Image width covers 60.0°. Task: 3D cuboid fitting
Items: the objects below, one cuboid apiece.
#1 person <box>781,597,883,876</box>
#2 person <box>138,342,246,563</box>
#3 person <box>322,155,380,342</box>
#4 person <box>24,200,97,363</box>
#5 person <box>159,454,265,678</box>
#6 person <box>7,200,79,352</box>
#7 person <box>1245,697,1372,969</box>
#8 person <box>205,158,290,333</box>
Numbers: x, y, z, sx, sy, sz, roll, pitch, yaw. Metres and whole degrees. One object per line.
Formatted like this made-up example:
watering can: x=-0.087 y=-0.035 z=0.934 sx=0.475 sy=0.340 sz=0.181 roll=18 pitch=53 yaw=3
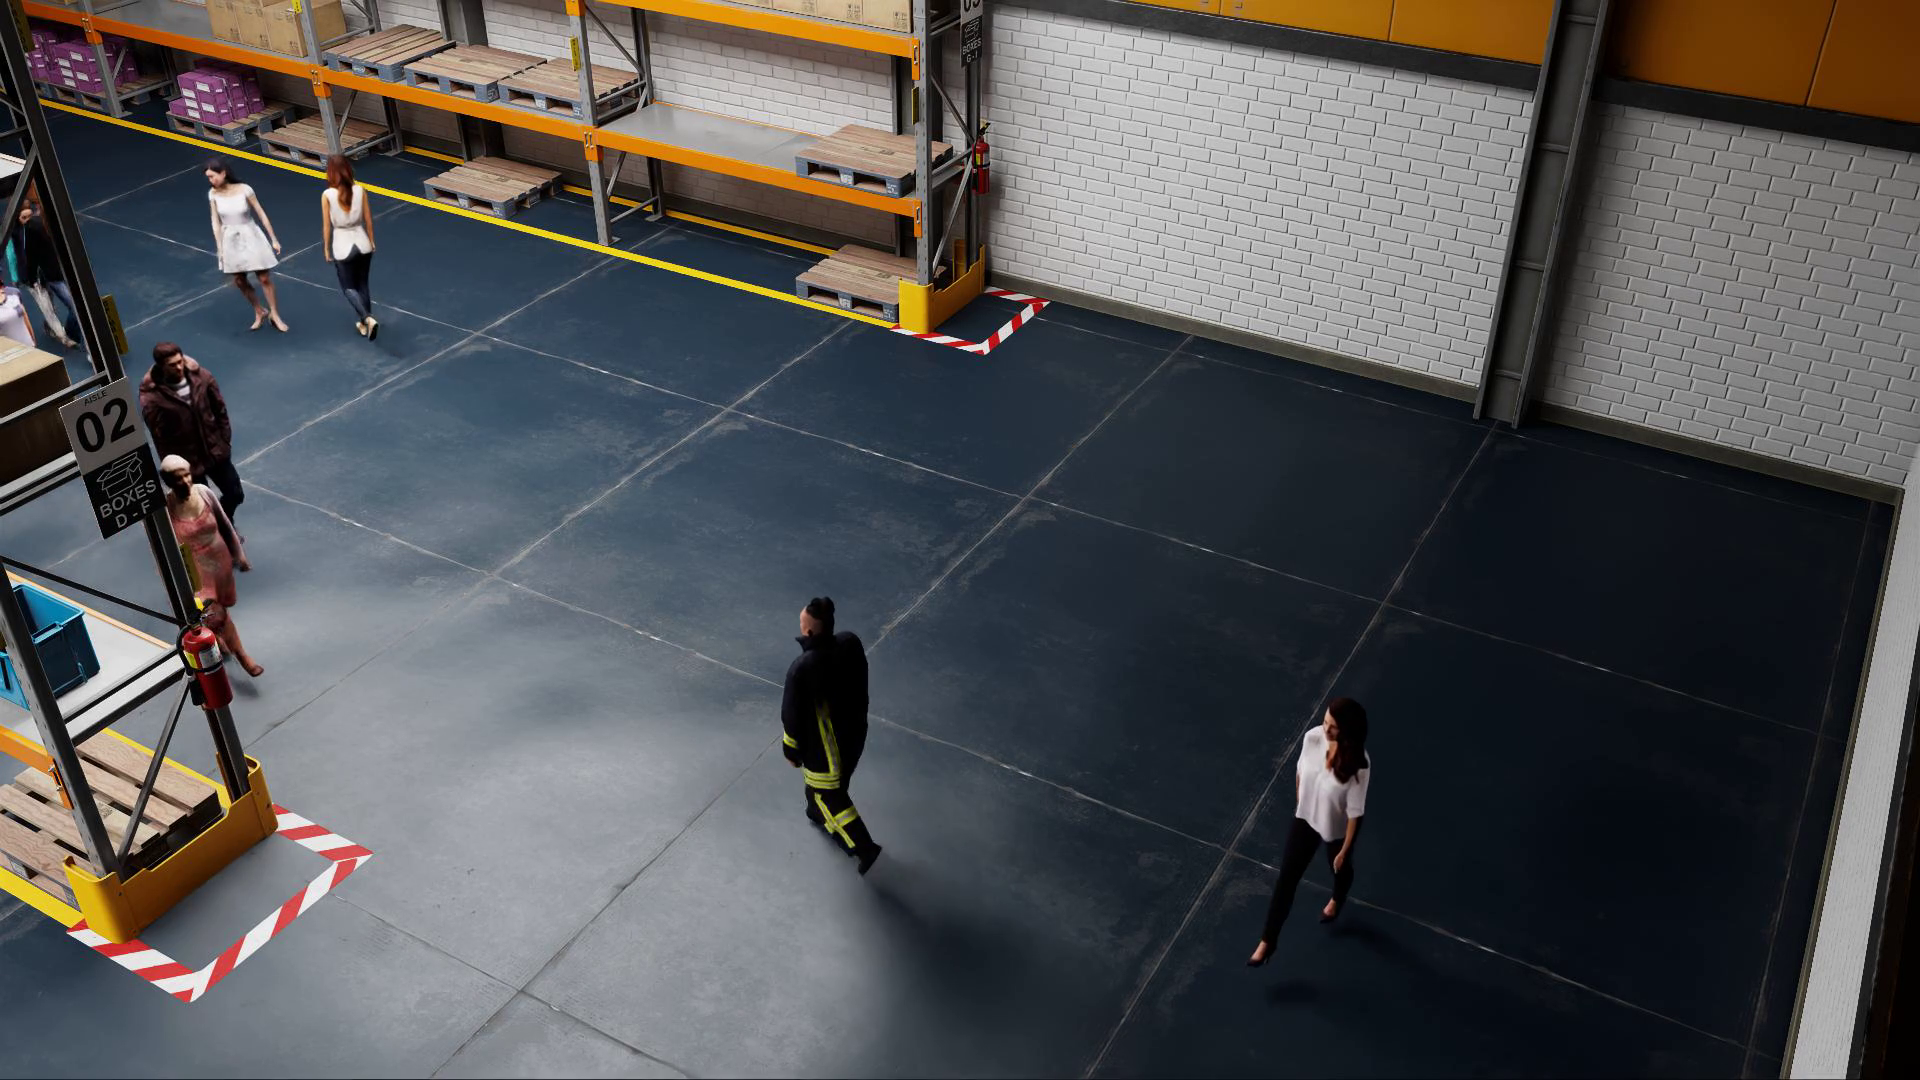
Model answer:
person: x=-0.701 y=1.141 z=9.680 sx=1.101 sy=1.837 sz=0.887 roll=27 pitch=42 yaw=34
person: x=-5.741 y=-0.679 z=12.420 sx=0.783 sy=1.835 sz=0.816 roll=26 pitch=41 yaw=33
person: x=-5.617 y=-2.663 z=15.470 sx=0.849 sy=1.763 sz=0.991 roll=-26 pitch=41 yaw=-33
person: x=-8.064 y=-2.384 z=15.100 sx=1.046 sy=1.708 sz=0.630 roll=16 pitch=37 yaw=23
person: x=-5.204 y=0.139 z=11.356 sx=1.046 sy=1.652 sz=0.697 roll=23 pitch=40 yaw=30
person: x=-8.613 y=-2.493 z=15.497 sx=1.026 sy=1.450 sz=0.700 roll=25 pitch=41 yaw=33
person: x=2.074 y=1.551 z=9.151 sx=1.118 sy=1.741 sz=0.884 roll=29 pitch=43 yaw=36
person: x=-6.721 y=-2.748 z=15.600 sx=0.833 sy=1.761 sz=0.903 roll=-13 pitch=36 yaw=-19
